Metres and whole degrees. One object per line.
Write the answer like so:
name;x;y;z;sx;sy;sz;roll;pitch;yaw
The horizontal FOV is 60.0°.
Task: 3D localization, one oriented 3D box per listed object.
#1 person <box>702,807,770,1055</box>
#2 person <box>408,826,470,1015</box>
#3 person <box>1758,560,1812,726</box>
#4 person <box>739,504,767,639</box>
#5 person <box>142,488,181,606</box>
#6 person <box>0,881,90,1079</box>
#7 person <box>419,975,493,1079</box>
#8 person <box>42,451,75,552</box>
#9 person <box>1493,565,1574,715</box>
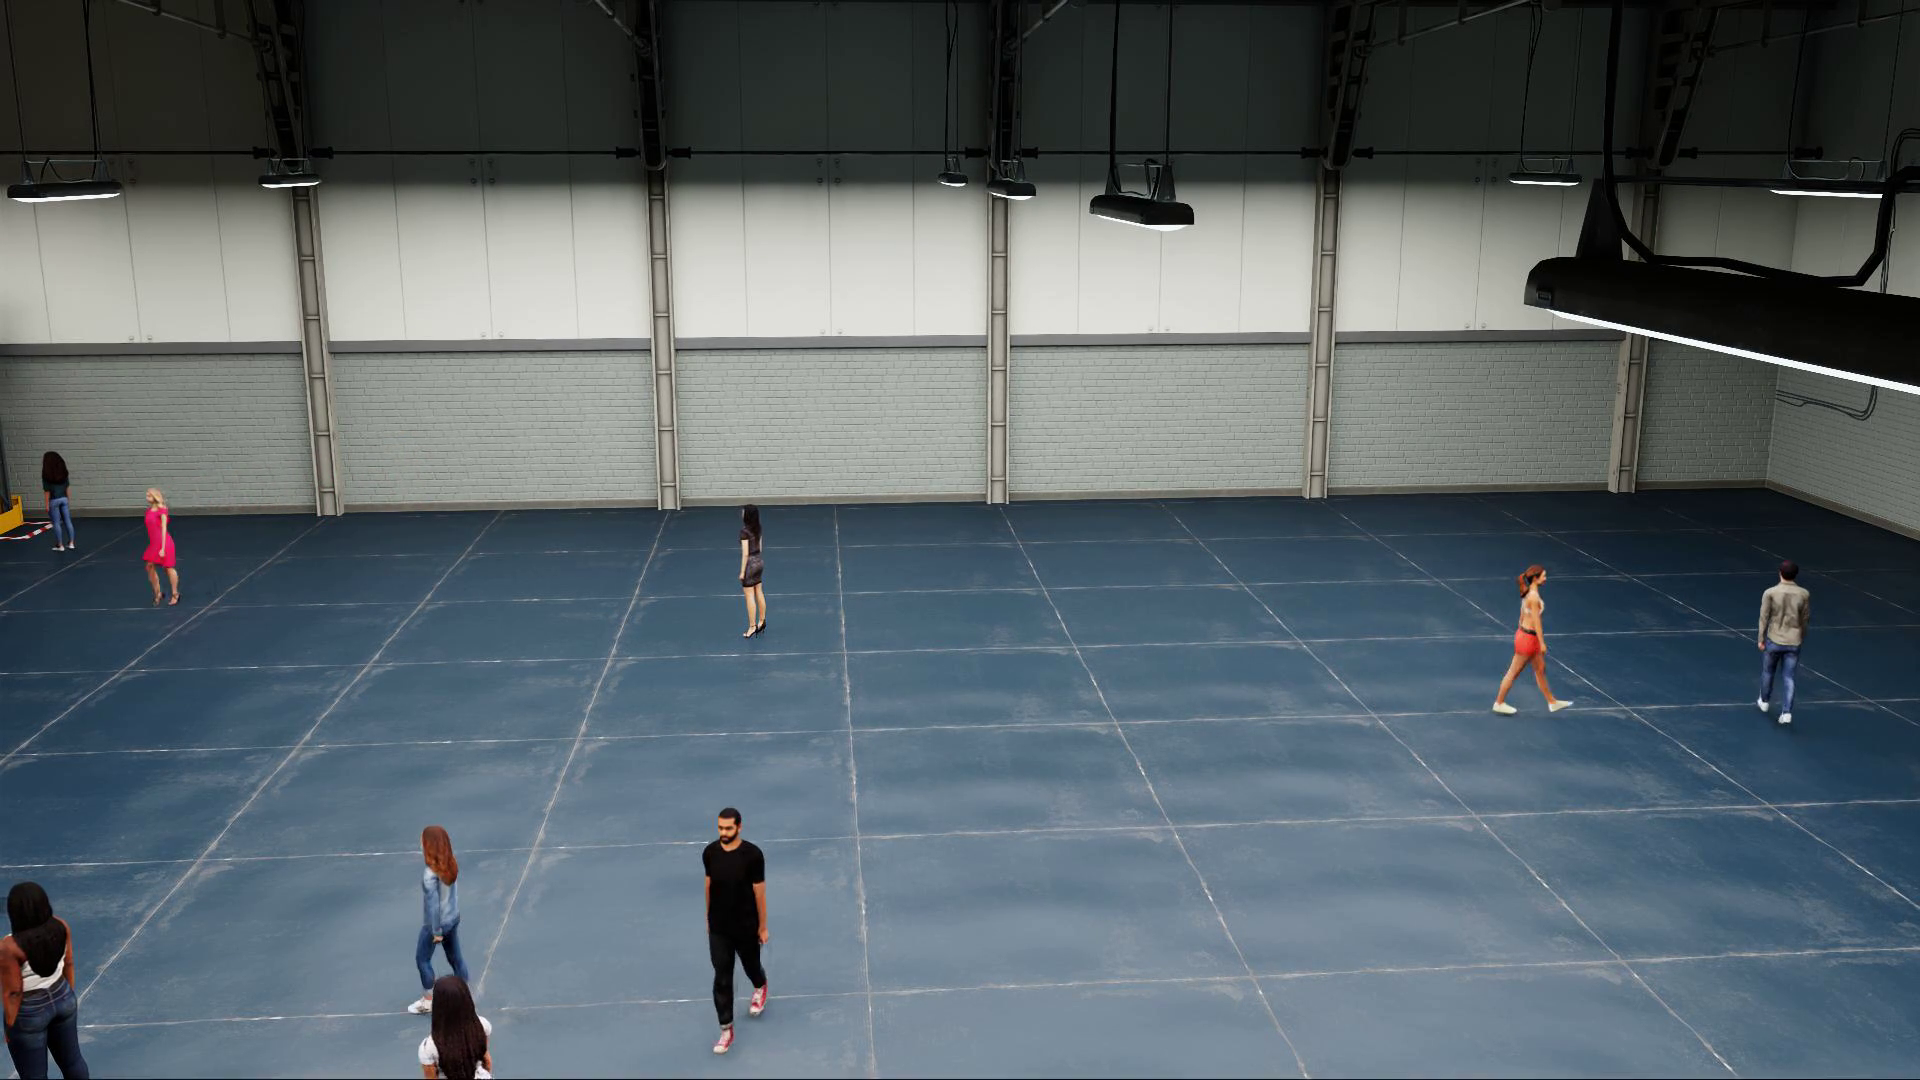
person;-1.591;2.748;12.037;1.099;1.736;0.884;2;13;9
person;-3.775;2.822;12.322;0.743;1.464;0.656;3;13;12
person;9.236;1.170;18.602;1.196;1.848;1.035;4;14;15
person;-2.762;0.398;22.066;0.661;1.791;0.673;6;14;24
person;-11.252;0.080;23.605;0.718;1.715;0.774;6;14;24
person;-5.882;3.027;10.669;0.776;1.810;0.747;7;15;27
person;-2.769;3.334;9.486;1.090;1.746;1.039;-11;17;-38
person;-14.613;-0.636;26.921;0.760;1.614;0.714;8;15;32
person;6.329;1.164;18.842;1.153;1.753;0.790;2;13;10
